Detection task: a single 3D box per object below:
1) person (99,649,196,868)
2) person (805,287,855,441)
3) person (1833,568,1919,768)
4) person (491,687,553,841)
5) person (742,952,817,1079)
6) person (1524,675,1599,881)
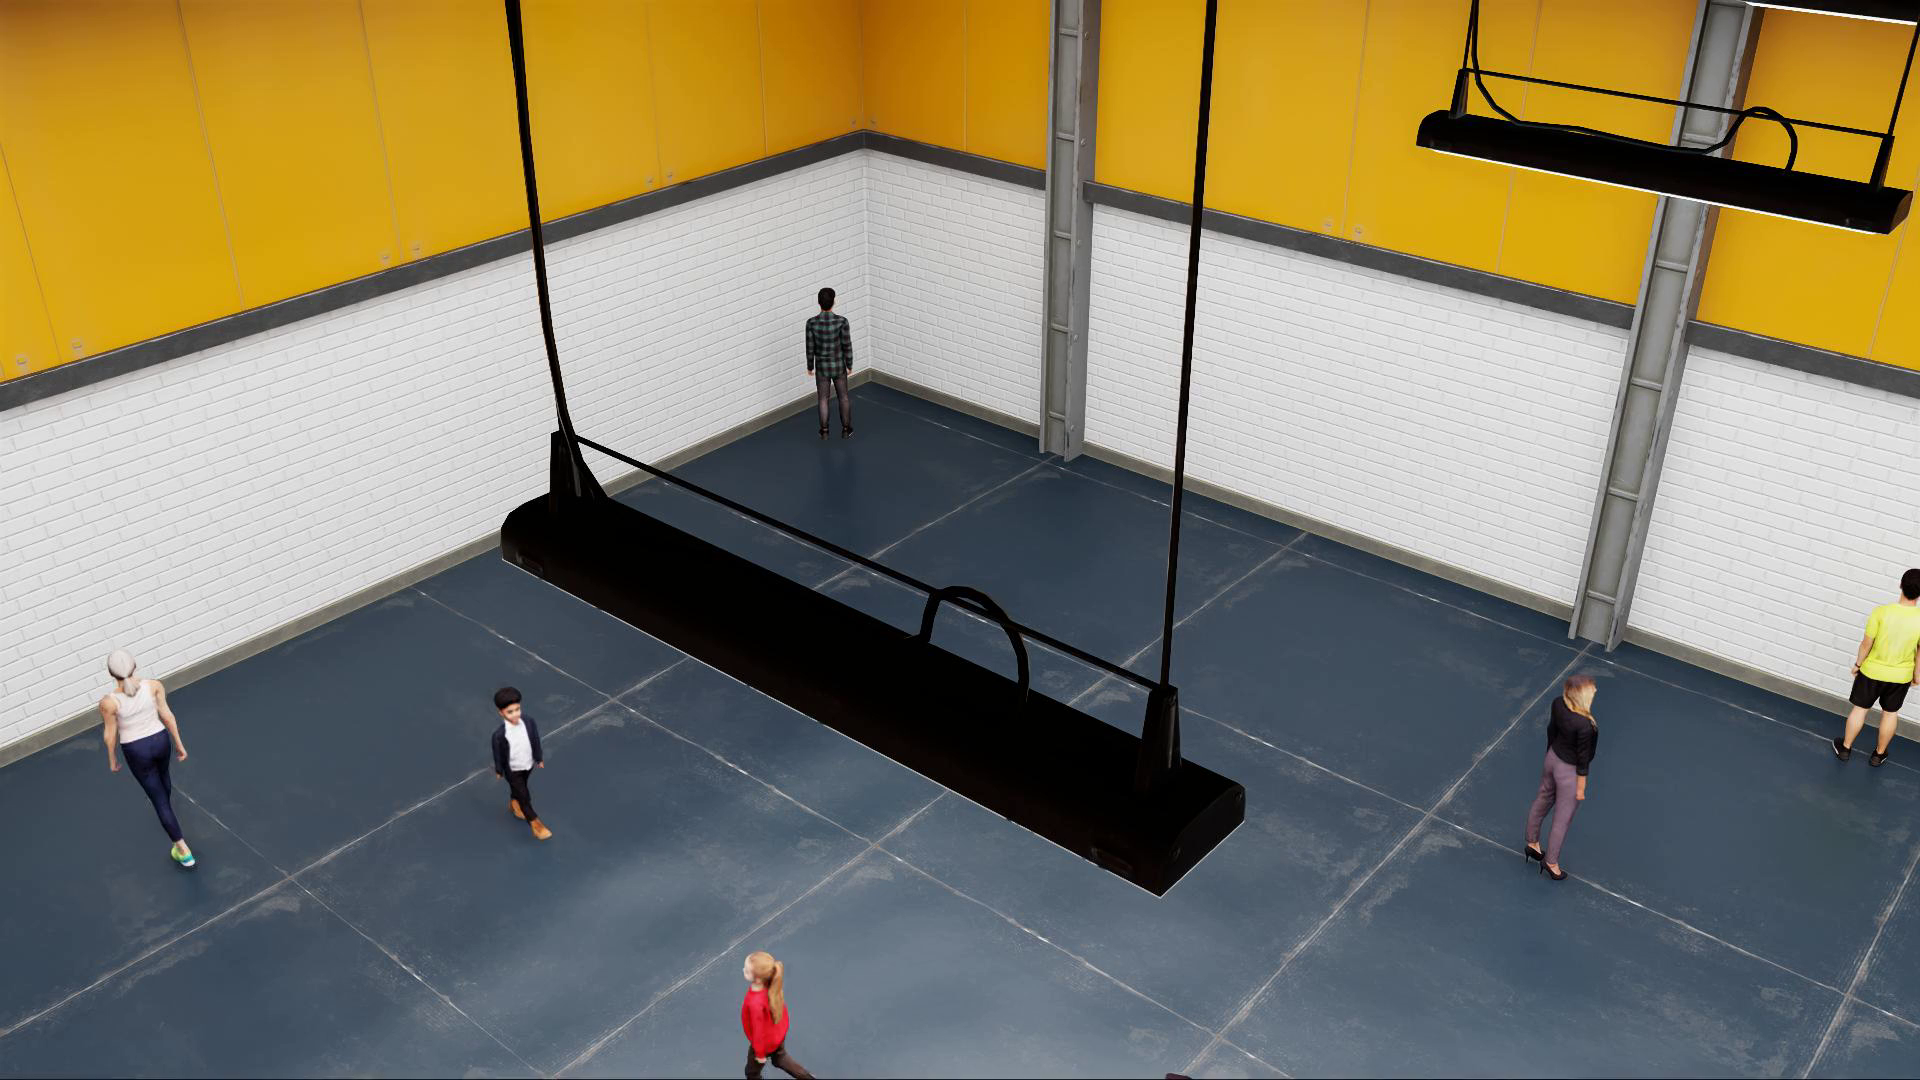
[{"bbox_3d":[-5.772,1.588,11.907,1.138,1.656,0.655,24,37,37],"label":"person"},{"bbox_3d":[-1.384,-1.903,17.882,0.727,1.715,0.772,-2,29,-3],"label":"person"},{"bbox_3d":[7.224,0.992,12.946,0.565,1.709,0.742,12,31,21],"label":"person"},{"bbox_3d":[-3.307,1.612,12.345,0.555,1.195,0.851,-25,37,-38],"label":"person"},{"bbox_3d":[-1.088,2.937,9.842,0.904,1.267,0.708,7,29,12],"label":"person"},{"bbox_3d":[4.255,1.659,11.761,0.735,1.672,0.638,-8,30,-14],"label":"person"}]
